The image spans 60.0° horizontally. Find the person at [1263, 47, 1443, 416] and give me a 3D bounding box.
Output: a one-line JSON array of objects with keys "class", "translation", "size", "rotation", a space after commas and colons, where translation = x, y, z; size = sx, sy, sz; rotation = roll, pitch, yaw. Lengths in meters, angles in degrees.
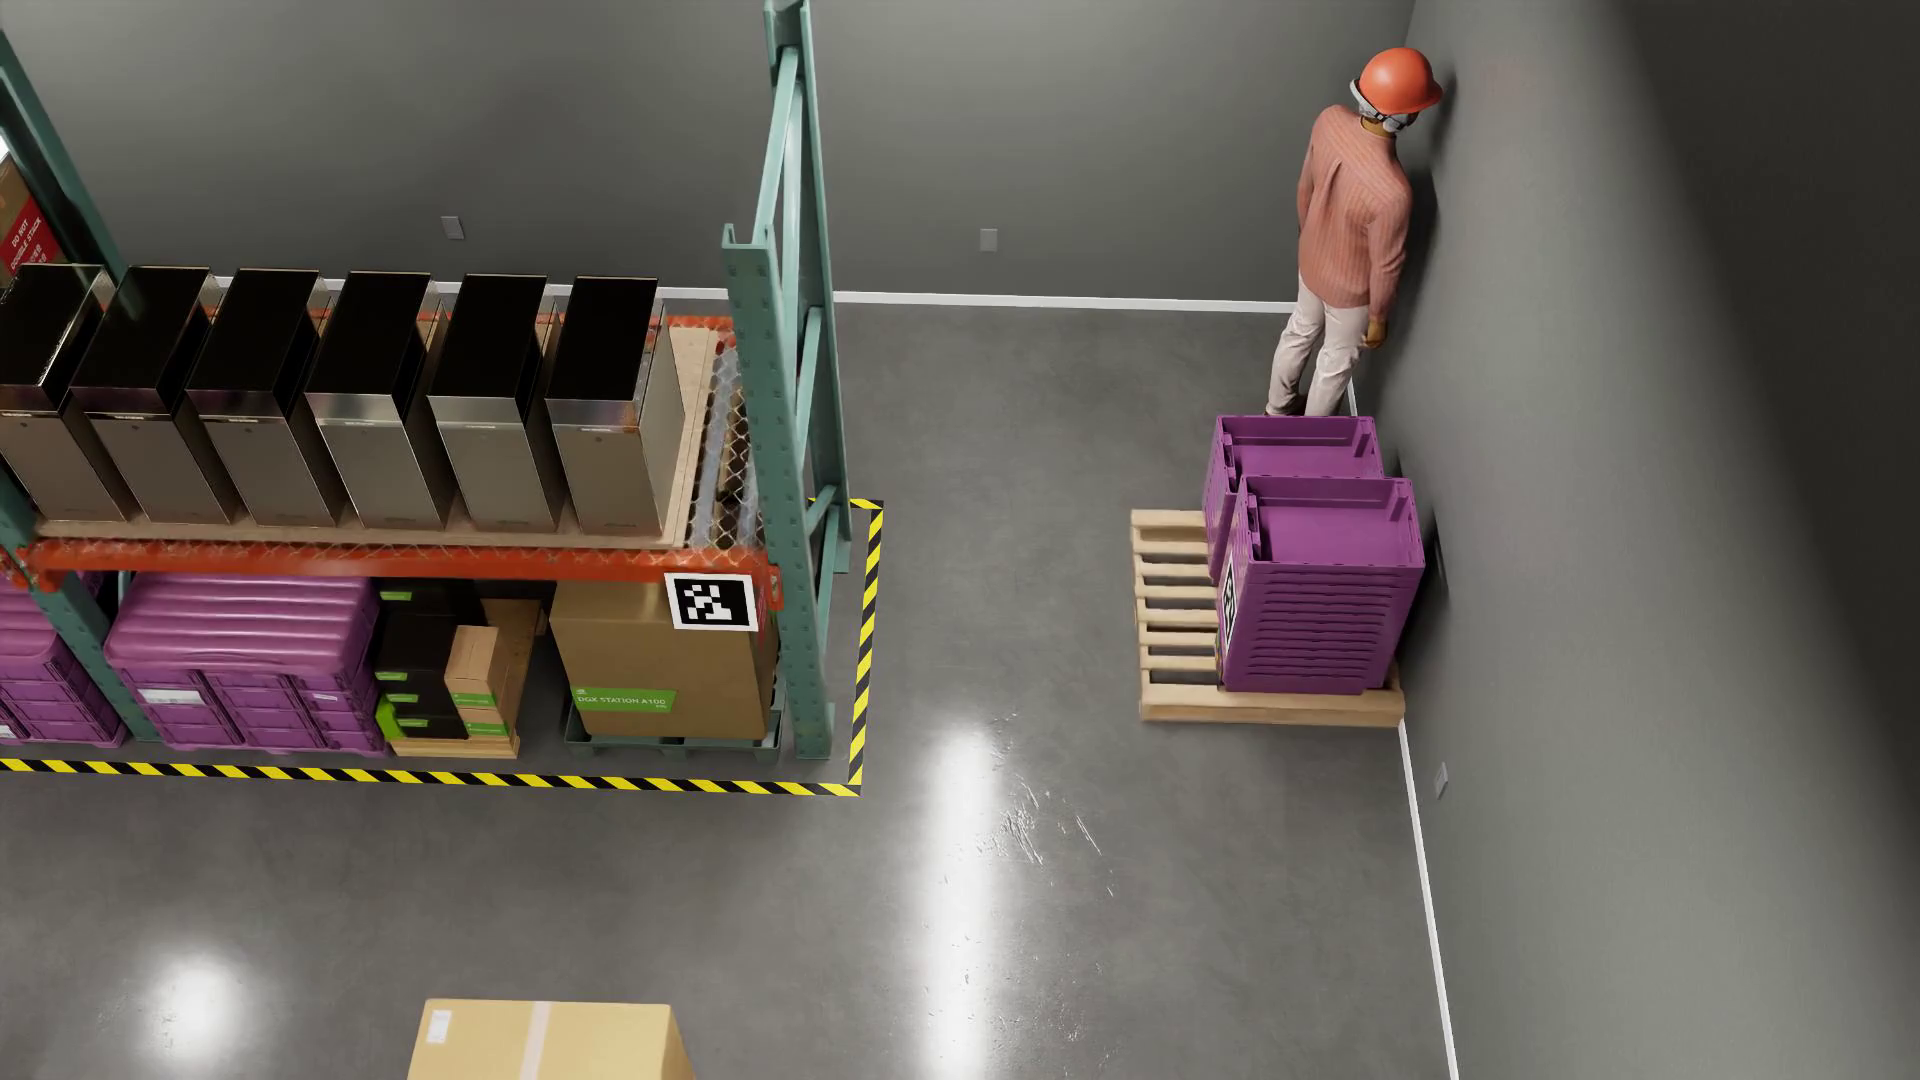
[{"class": "person", "translation": [1.509, -1.052, 6.486], "size": [0.381, 1.994, 0.622], "rotation": [-18, 54, -14]}]
